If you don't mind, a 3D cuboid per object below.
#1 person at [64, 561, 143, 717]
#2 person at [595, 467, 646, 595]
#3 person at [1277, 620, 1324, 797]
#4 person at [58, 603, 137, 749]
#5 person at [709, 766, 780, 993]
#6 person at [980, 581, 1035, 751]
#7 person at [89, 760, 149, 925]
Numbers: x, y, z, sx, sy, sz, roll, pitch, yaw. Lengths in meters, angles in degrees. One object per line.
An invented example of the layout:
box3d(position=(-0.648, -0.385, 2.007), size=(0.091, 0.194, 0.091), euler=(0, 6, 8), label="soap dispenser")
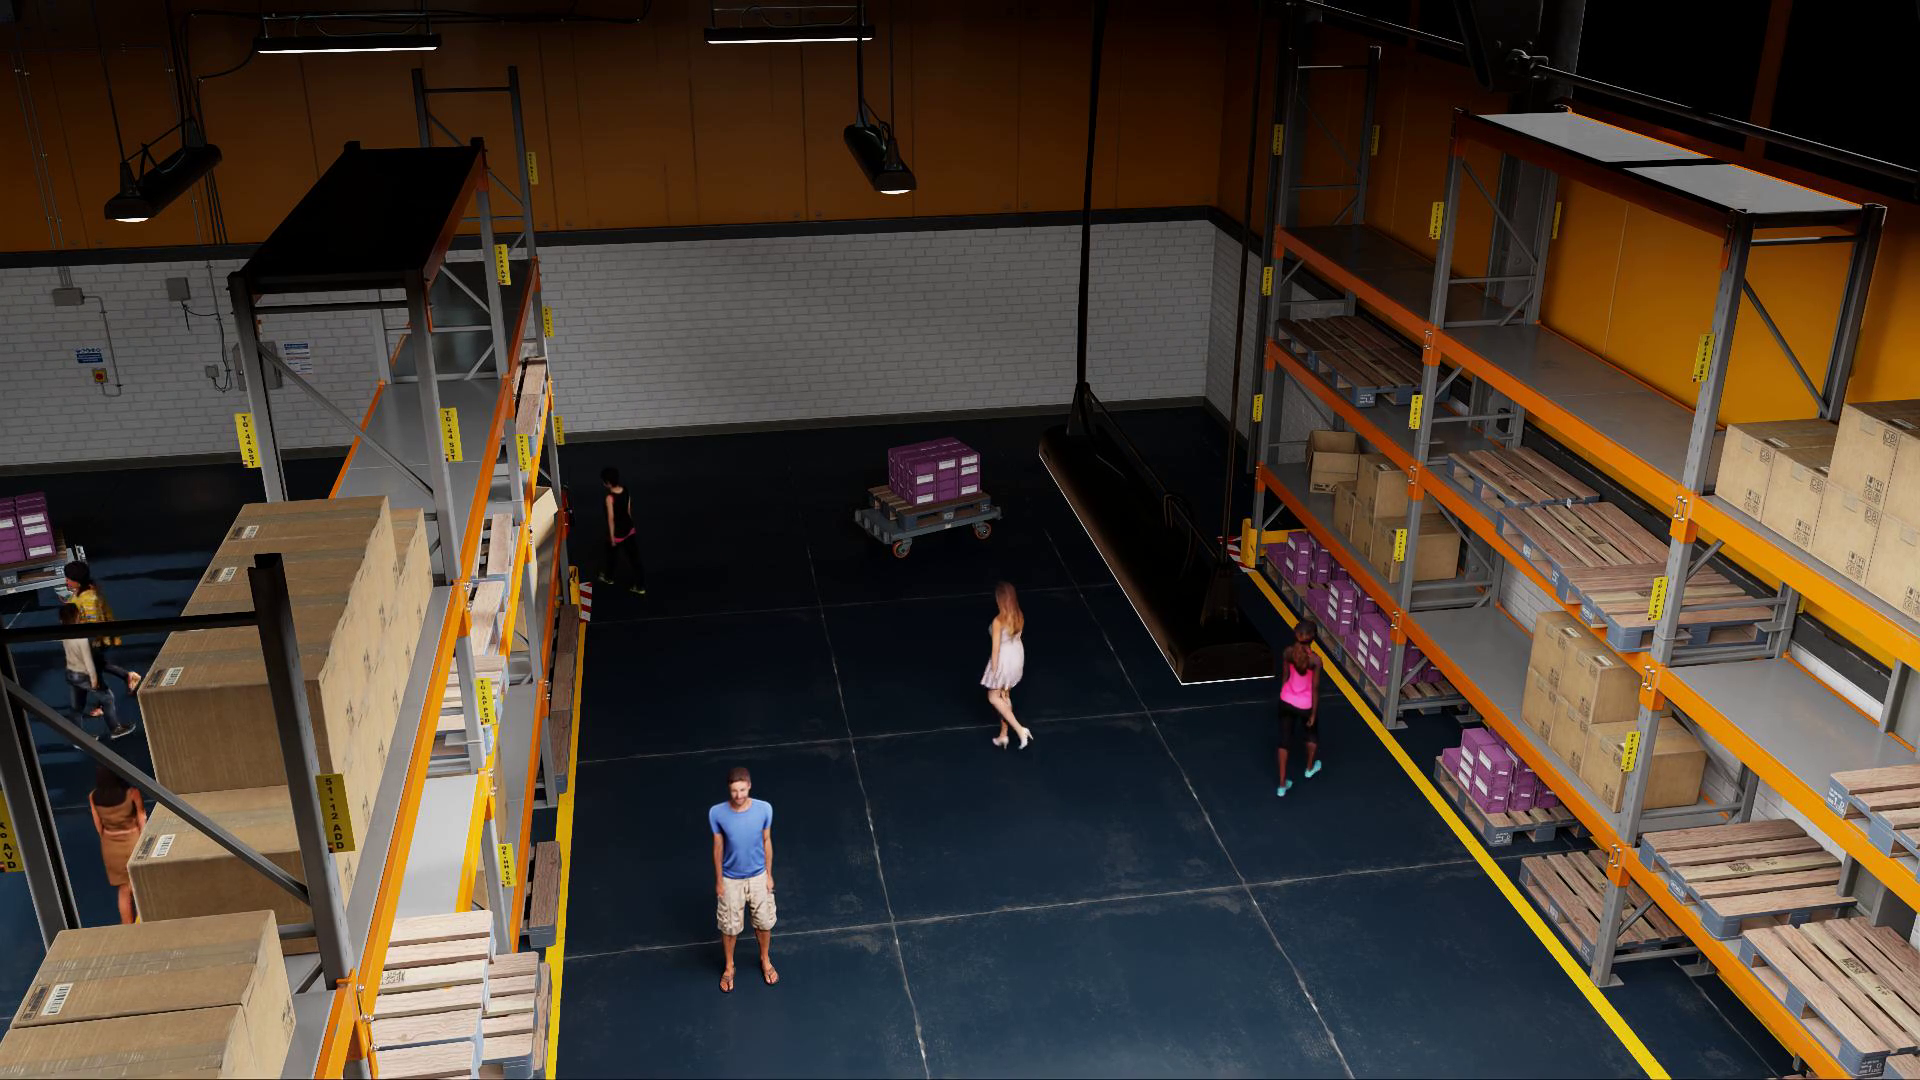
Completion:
box3d(position=(-8.510, 0.945, 16.482), size=(0.910, 1.639, 0.878), euler=(-13, 27, -28), label="person")
box3d(position=(-3.818, -0.073, 18.977), size=(1.041, 1.505, 0.985), euler=(16, 28, 32), label="person")
box3d(position=(3.008, 1.544, 15.032), size=(0.869, 1.701, 0.956), euler=(13, 27, 27), label="person")
box3d(position=(-8.430, 1.328, 15.850), size=(0.798, 1.443, 0.875), euler=(13, 27, 27), label="person")
box3d(position=(-1.641, 2.524, 12.589), size=(0.659, 1.864, 0.579), euler=(-6, 24, -13), label="person")
box3d(position=(0.496, 1.241, 15.661), size=(0.815, 1.755, 0.932), euler=(-20, 31, -39), label="person")
box3d(position=(-6.504, 2.475, 12.952), size=(0.585, 1.663, 0.805), euler=(-3, 24, -8), label="person")
